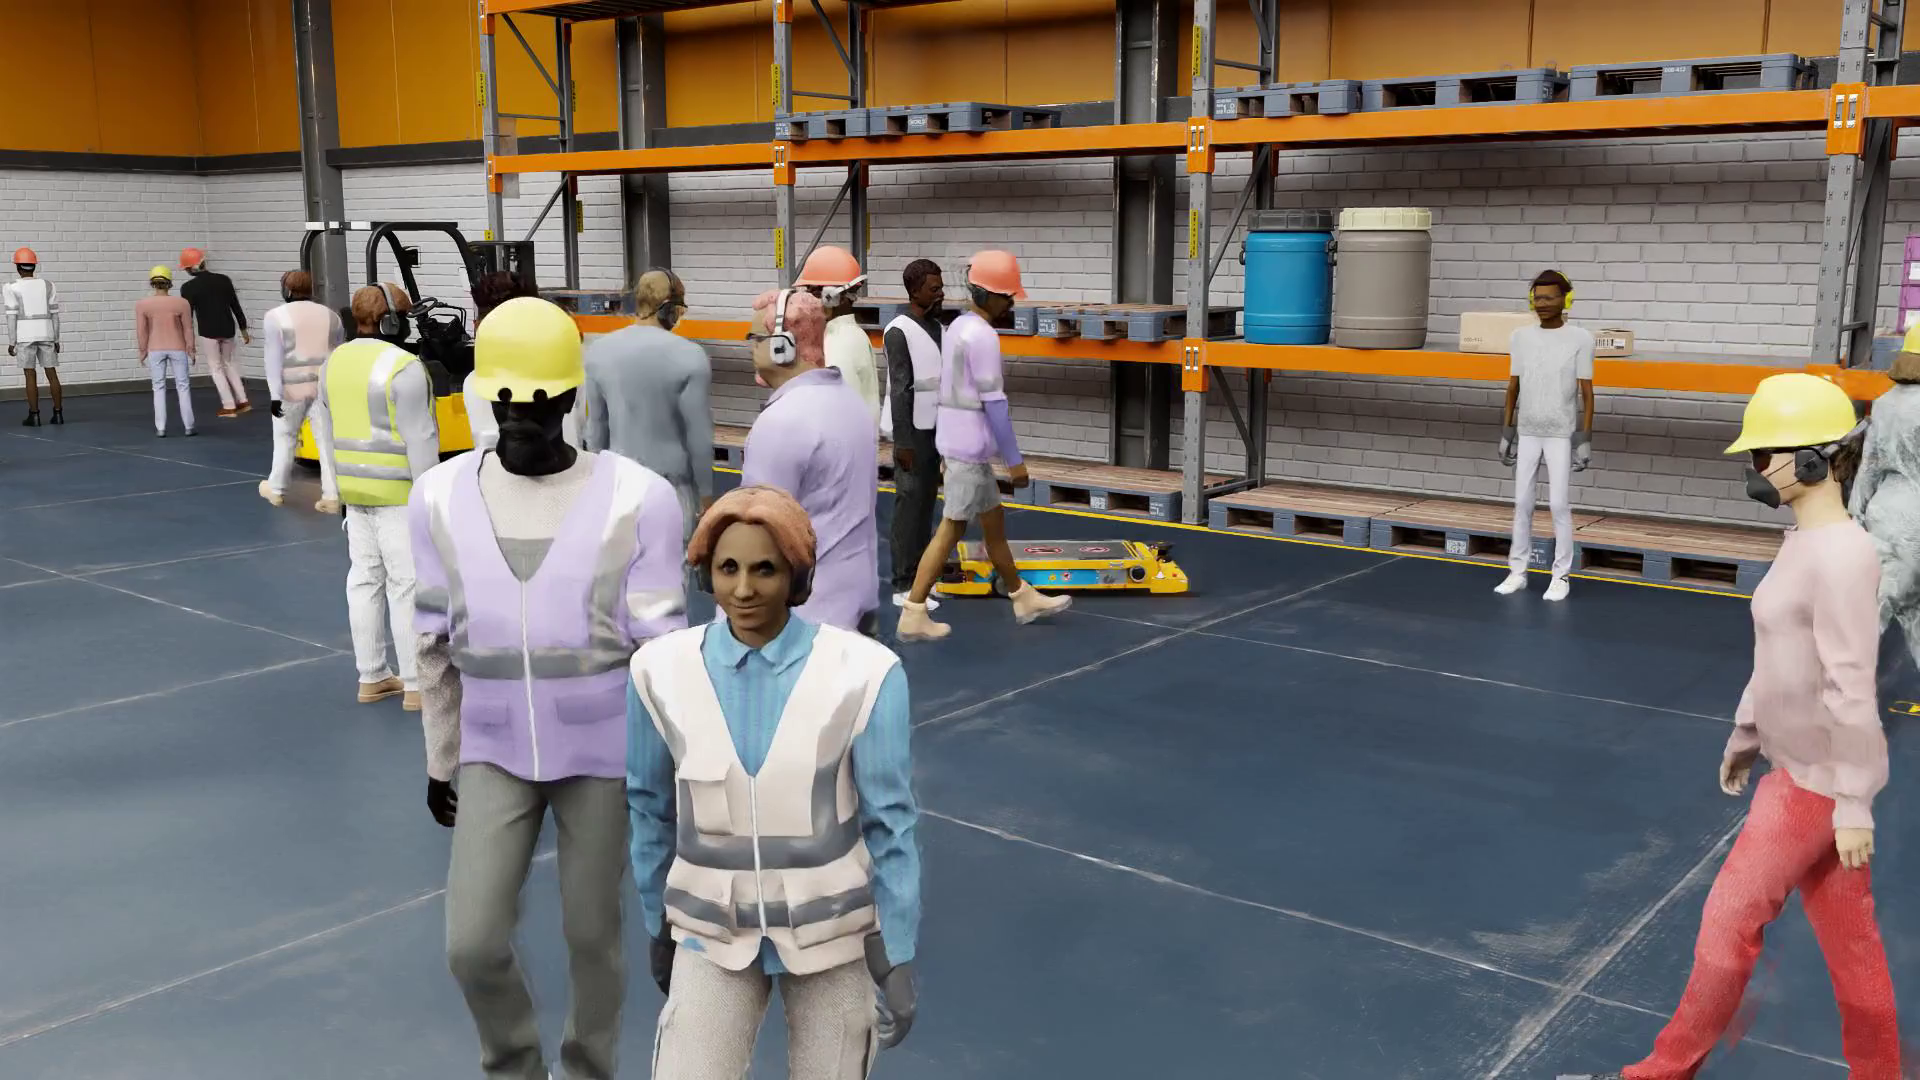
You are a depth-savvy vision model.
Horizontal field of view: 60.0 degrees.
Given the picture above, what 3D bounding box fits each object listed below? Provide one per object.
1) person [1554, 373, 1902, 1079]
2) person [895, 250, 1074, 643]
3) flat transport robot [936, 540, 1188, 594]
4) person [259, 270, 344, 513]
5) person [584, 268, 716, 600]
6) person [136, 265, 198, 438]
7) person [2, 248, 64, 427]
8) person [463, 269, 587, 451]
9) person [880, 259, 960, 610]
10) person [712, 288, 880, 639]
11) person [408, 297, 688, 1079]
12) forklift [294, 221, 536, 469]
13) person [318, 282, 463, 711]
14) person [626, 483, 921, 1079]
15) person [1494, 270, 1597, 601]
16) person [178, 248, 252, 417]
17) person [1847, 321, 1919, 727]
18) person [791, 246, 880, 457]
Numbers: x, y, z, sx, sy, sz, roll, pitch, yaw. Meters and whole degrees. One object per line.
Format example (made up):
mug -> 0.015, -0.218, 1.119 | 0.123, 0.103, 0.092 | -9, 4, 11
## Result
person -> 1.753, 0.502, 3.697 | 0.826, 1.725, 0.538 | 4, 11, 22
person -> 0.103, -0.463, 8.394 | 0.954, 1.968, 0.617 | -2, 10, -10
flat transport robot -> 0.566, 0.150, 9.703 | 1.431, 0.197, 0.652 | 0, 10, -2
person -> -4.965, -1.118, 12.503 | 0.952, 1.792, 0.648 | 9, 14, 41
person -> -1.412, -0.250, 7.417 | 0.645, 1.905, 0.730 | 4, 11, 20
person -> -8.148, -1.933, 17.103 | 0.533, 1.767, 0.326 | -4, 11, -21
person -> -10.104, -2.205, 18.129 | 0.375, 1.939, 0.546 | 9, 14, 41
person -> -1.626, -0.117, 6.648 | 0.910, 1.920, 0.617 | 7, 12, 35
person -> -0.229, -0.587, 9.225 | 0.392, 1.919, 0.591 | 4, 11, 20
person -> -0.570, 0.198, 4.988 | 0.897, 1.868, 0.657 | 2, 10, 11
person -> -0.864, 0.453, 3.488 | 0.603, 1.905, 0.496 | 0, 10, 1
forklift -> -4.922, -1.741, 14.854 | 1.214, 2.155, 2.313 | 8, 13, 38
person -> -2.467, -0.186, 7.212 | 0.623, 1.845, 0.430 | 7, 12, 33
person -> -0.320, 0.711, 2.859 | 0.523, 1.623, 0.452 | 1, 10, 4
person -> 3.307, -0.583, 9.395 | 0.527, 1.853, 0.321 | 9, 14, 41
person -> -8.517, -2.356, 18.984 | 0.454, 1.932, 0.696 | 7, 12, 34
person -> 3.976, -0.050, 6.799 | 0.858, 1.703, 0.504 | 1, 10, 3
person -> -0.543, -0.289, 7.358 | 0.381, 1.994, 0.622 | 0, 10, 0
